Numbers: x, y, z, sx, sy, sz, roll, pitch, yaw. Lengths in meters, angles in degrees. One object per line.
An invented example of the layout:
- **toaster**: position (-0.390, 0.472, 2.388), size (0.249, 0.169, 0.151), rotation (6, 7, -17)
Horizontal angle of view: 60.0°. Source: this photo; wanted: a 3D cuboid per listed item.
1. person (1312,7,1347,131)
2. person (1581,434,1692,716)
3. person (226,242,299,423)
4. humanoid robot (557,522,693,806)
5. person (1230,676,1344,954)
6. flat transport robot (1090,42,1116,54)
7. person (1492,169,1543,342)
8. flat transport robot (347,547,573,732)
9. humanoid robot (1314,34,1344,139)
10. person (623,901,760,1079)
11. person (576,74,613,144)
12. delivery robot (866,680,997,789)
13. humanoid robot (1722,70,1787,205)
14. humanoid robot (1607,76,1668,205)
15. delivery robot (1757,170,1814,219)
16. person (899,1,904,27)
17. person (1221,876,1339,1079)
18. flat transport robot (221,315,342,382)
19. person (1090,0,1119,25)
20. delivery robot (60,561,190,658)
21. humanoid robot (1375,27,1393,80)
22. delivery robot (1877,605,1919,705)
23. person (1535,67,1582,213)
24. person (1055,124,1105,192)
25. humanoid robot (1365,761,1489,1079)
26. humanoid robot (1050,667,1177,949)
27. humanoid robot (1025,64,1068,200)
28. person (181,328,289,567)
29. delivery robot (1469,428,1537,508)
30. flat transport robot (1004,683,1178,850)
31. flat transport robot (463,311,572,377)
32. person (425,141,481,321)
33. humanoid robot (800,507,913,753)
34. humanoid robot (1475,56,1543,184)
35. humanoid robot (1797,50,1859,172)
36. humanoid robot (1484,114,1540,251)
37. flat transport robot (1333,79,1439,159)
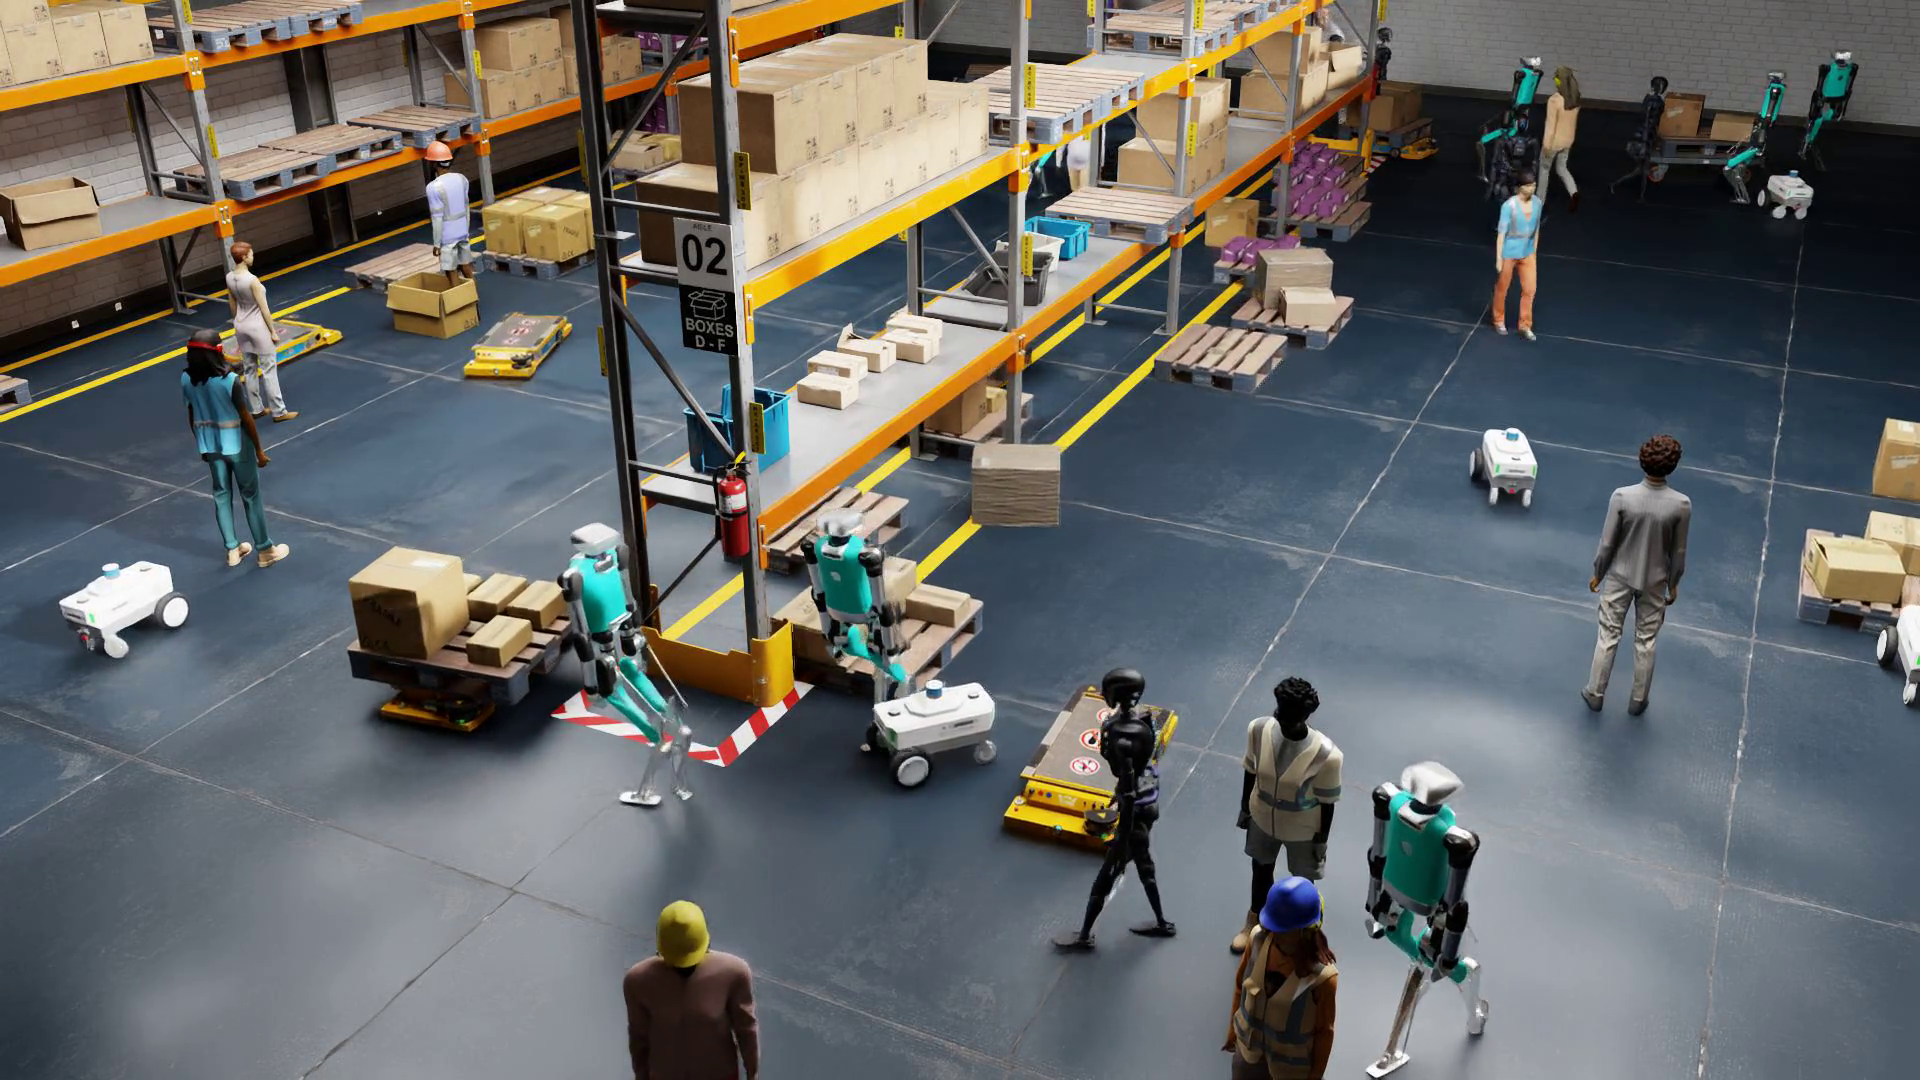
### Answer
- **person**: position (5.655, -7.236, 25.591), size (0.673, 1.872, 0.694), rotation (-14, 29, -25)
- **person**: position (4.252, 0.240, 10.458), size (0.530, 1.898, 0.397), rotation (8, 27, 16)
- **person**: position (-6.344, -1.870, 14.987), size (0.451, 1.657, 0.284), rotation (11, 29, 22)
- **humanoid robot**: position (-1.821, 0.777, 9.541), size (0.812, 1.757, 0.535), rotation (13, 29, 24)
- **person**: position (1.627, 1.413, 8.323), size (0.534, 1.692, 0.320), rotation (19, 32, 33)
- **flat transport robot**: position (2.768, -7.713, 28.357), size (1.431, 0.231, 0.659), rotation (21, 33, 36)
- **person**: position (5.710, -2.873, 16.913), size (0.545, 1.743, 0.716), rotation (-6, 27, -11)
- **flat transport robot**: position (-3.187, 0.808, 11.146), size (0.659, 0.231, 1.431), rotation (8, 27, 16)
- **humanoid robot**: position (5.475, -6.671, 24.677), size (0.538, 1.639, 0.610), rotation (11, 29, 22)
- **person**: position (-1.086, 2.119, 6.844), size (0.522, 1.737, 0.702), rotation (-3, 27, -7)
- **person**: position (-4.620, -5.045, 21.202), size (0.389, 1.837, 0.563), rotation (-7, 27, -13)
- **delivery robot**: position (-0.179, 1.148, 10.155), size (0.804, 0.611, 0.499), rotation (-10, 28, -20)
- **humanoid robot**: position (10.268, -5.221, 21.689), size (0.669, 1.808, 0.556), rotation (13, 29, 24)
- **humanoid robot**: position (8.941, -5.275, 21.869), size (0.687, 1.635, 0.604), rotation (16, 30, 29)
- **delivery robot**: position (10.702, -4.481, 21.507), size (0.523, 0.594, 0.766), rotation (1, 26, 3)
- **person**: position (-0.911, -9.487, 30.182), size (0.368, 1.834, 0.501), rotation (18, 32, 32)
- **person**: position (1.293, 2.108, 6.819), size (0.459, 1.778, 0.306), rotation (23, 34, 38)
- **flat transport robot**: position (-6.950, -1.916, 16.648), size (0.659, 0.231, 1.431), rotation (10, 28, 20)
- **person**: position (2.529, -9.051, 29.194), size (0.529, 1.927, 0.410), rotation (15, 30, 28)
- **delivery robot**: position (-5.812, 0.442, 11.568), size (0.519, 0.599, 0.771), rotation (12, 29, 22)
- **humanoid robot**: position (6.283, -6.902, 25.137), size (0.366, 1.648, 0.590), rotation (-2, 26, -4)
- **delivery robot**: position (6.417, 0.728, 10.983), size (0.499, 0.592, 0.774), rotation (9, 28, 17)
- **person**: position (7.721, -5.114, 21.333), size (0.564, 1.849, 0.758), rotation (-13, 29, -24)
- **person**: position (1.451, -4.610, 20.433), size (0.593, 1.727, 0.635), rotation (12, 29, 22)
- **humanoid robot**: position (2.280, 1.718, 7.703), size (0.913, 1.807, 0.541), rotation (-18, 31, -32)
- **humanoid robot**: position (0.828, 1.366, 8.452), size (0.593, 1.637, 0.610), rotation (3, 26, 6)
- **humanoid robot**: position (1.076, -5.245, 21.839), size (0.801, 1.880, 0.531), rotation (-24, 35, -39)
- **person**: position (-5.414, -0.668, 12.329), size (0.517, 1.865, 0.391), rotation (4, 27, 7)
- **delivery robot**: position (4.525, -0.629, 13.743), size (0.499, 0.609, 0.812), rotation (4, 27, 7)
- **flat transport robot**: position (0.820, 1.343, 10.065), size (0.659, 0.231, 1.431), rotation (10, 28, 19)
- **flat transport robot**: position (-4.445, -1.976, 16.770), size (0.659, 0.231, 1.431), rotation (2, 26, 5)
- **person**: position (-5.309, -3.174, 17.312), size (0.358, 1.937, 0.544), rotation (11, 29, 22)
- **humanoid robot**: position (-0.529, 0.558, 10.056), size (0.552, 1.820, 0.808), rotation (14, 29, 26)
- **humanoid robot**: position (7.438, -5.749, 22.741), size (0.573, 1.762, 0.864), rotation (-20, 32, -34)
- **humanoid robot**: position (12.090, -6.049, 23.414), size (0.540, 1.754, 1.072), rotation (-2, 26, -3)
- **humanoid robot**: position (6.542, -4.218, 19.722), size (0.589, 1.639, 0.557), rotation (1, 26, 1)
- **flat transport robot**: position (6.286, -5.870, 24.636), size (1.431, 0.231, 0.659), rotation (19, 32, 33)
